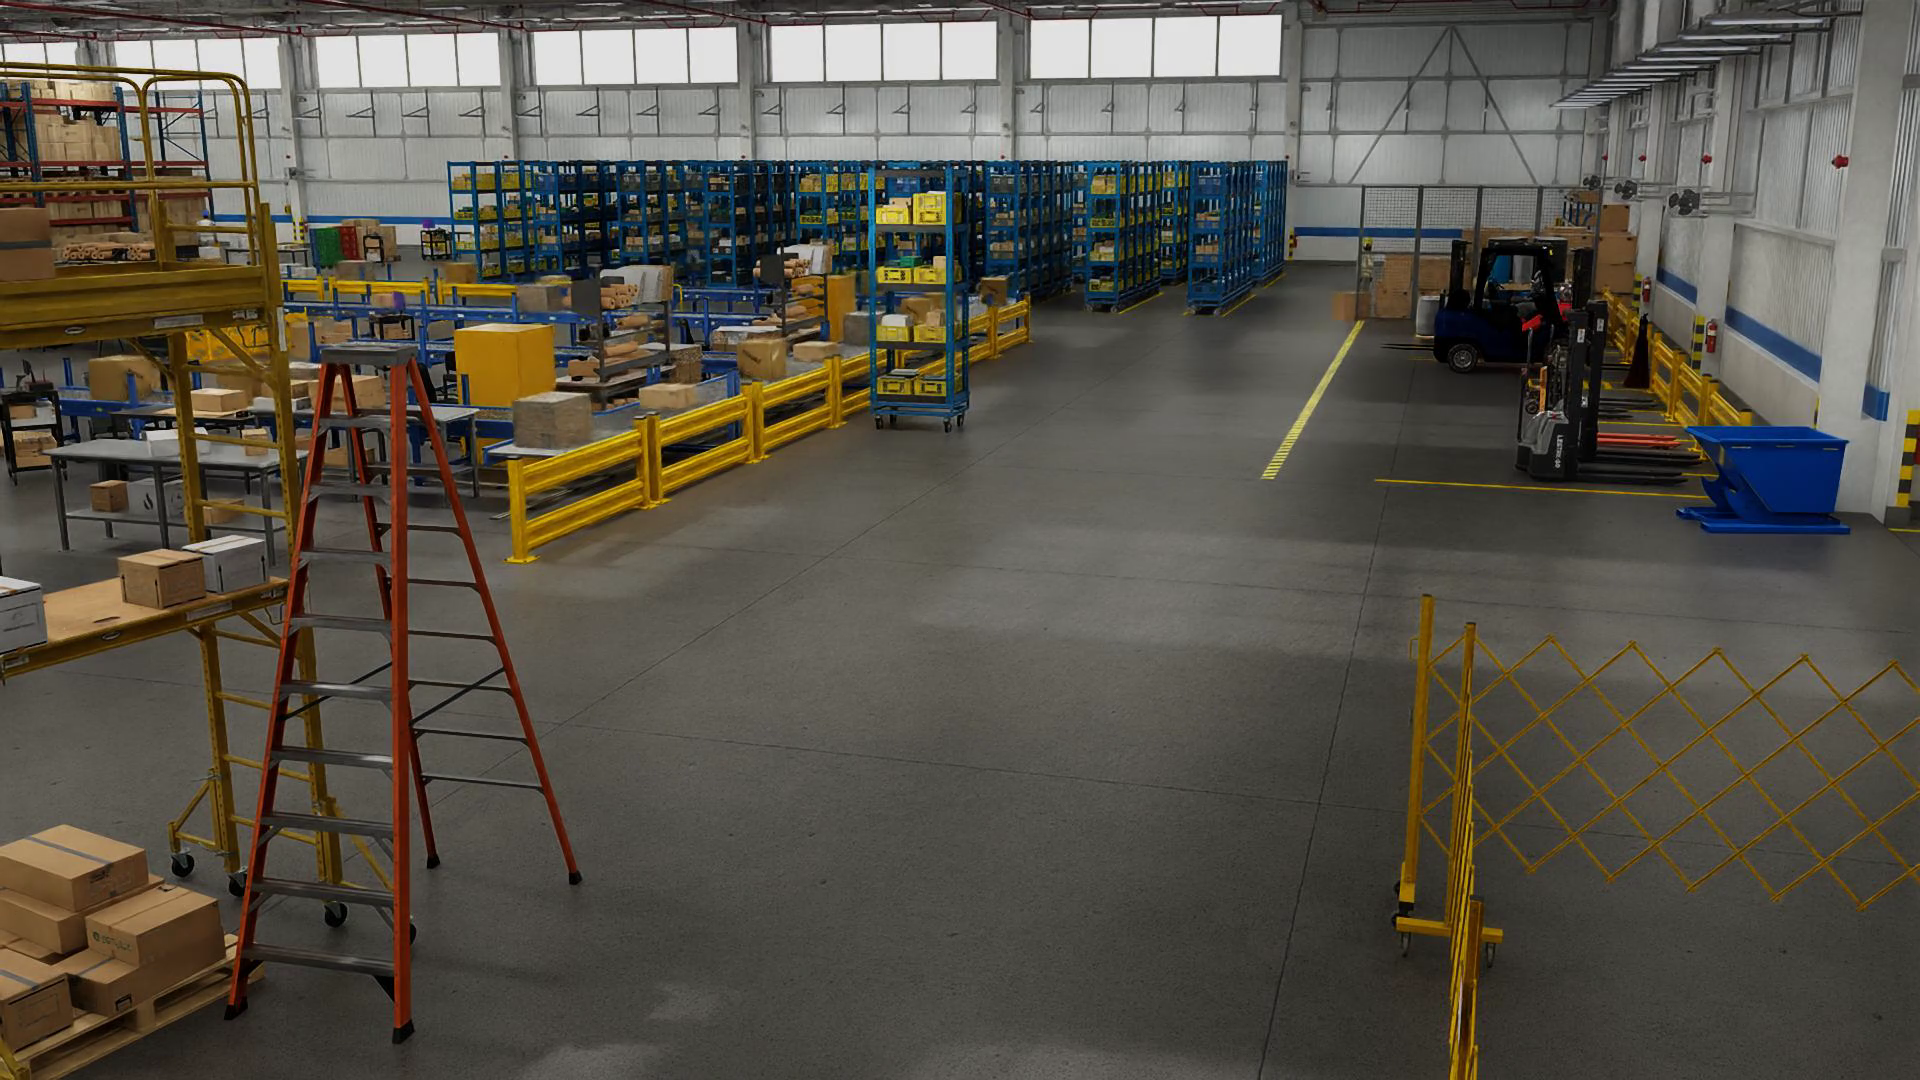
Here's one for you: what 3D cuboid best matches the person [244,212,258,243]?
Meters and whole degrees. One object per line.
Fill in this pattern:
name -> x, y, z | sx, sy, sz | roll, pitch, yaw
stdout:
person -> -26.483, -11.437, 62.210 | 0.488, 1.726, 0.663 | -12, 18, -42

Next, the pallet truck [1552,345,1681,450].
pallet truck -> 8.641, -1.896, 21.908 | 1.630, 1.274, 0.653 | 4, 14, 16

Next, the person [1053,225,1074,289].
person -> 2.985, -8.020, 47.212 | 0.762, 1.820, 0.597 | 4, 14, 16

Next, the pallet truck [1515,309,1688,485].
pallet truck -> 7.554, -1.677, 19.446 | 1.885, 1.965, 0.823 | 3, 13, 14

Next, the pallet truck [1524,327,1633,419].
pallet truck -> 9.065, -2.460, 24.370 | 1.522, 1.261, 0.704 | 3, 13, 14

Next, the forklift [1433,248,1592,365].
forklift -> 9.780, -4.111, 29.280 | 2.680, 1.987, 1.157 | 3, 13, 14

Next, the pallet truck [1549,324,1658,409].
pallet truck -> 9.824, -2.669, 25.407 | 1.601, 1.201, 0.680 | 4, 14, 16

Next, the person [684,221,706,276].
person -> -8.386, -9.212, 52.139 | 1.061, 1.943, 0.612 | 0, 13, 0

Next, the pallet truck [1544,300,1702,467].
pallet truck -> 8.263, -1.952, 20.631 | 1.885, 1.965, 0.823 | 5, 14, 20

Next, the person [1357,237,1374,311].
person -> 9.867, -6.455, 40.474 | 0.404, 1.824, 0.586 | 11, 17, 40

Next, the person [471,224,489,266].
person -> -14.614, -8.898, 50.833 | 0.639, 1.909, 0.409 | 10, 17, 38

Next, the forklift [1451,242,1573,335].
forklift -> 10.464, -4.597, 31.405 | 2.680, 1.987, 1.157 | 4, 14, 16

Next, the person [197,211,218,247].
person -> -25.784, -10.321, 56.998 | 0.626, 1.911, 0.962 | -4, 14, -17
